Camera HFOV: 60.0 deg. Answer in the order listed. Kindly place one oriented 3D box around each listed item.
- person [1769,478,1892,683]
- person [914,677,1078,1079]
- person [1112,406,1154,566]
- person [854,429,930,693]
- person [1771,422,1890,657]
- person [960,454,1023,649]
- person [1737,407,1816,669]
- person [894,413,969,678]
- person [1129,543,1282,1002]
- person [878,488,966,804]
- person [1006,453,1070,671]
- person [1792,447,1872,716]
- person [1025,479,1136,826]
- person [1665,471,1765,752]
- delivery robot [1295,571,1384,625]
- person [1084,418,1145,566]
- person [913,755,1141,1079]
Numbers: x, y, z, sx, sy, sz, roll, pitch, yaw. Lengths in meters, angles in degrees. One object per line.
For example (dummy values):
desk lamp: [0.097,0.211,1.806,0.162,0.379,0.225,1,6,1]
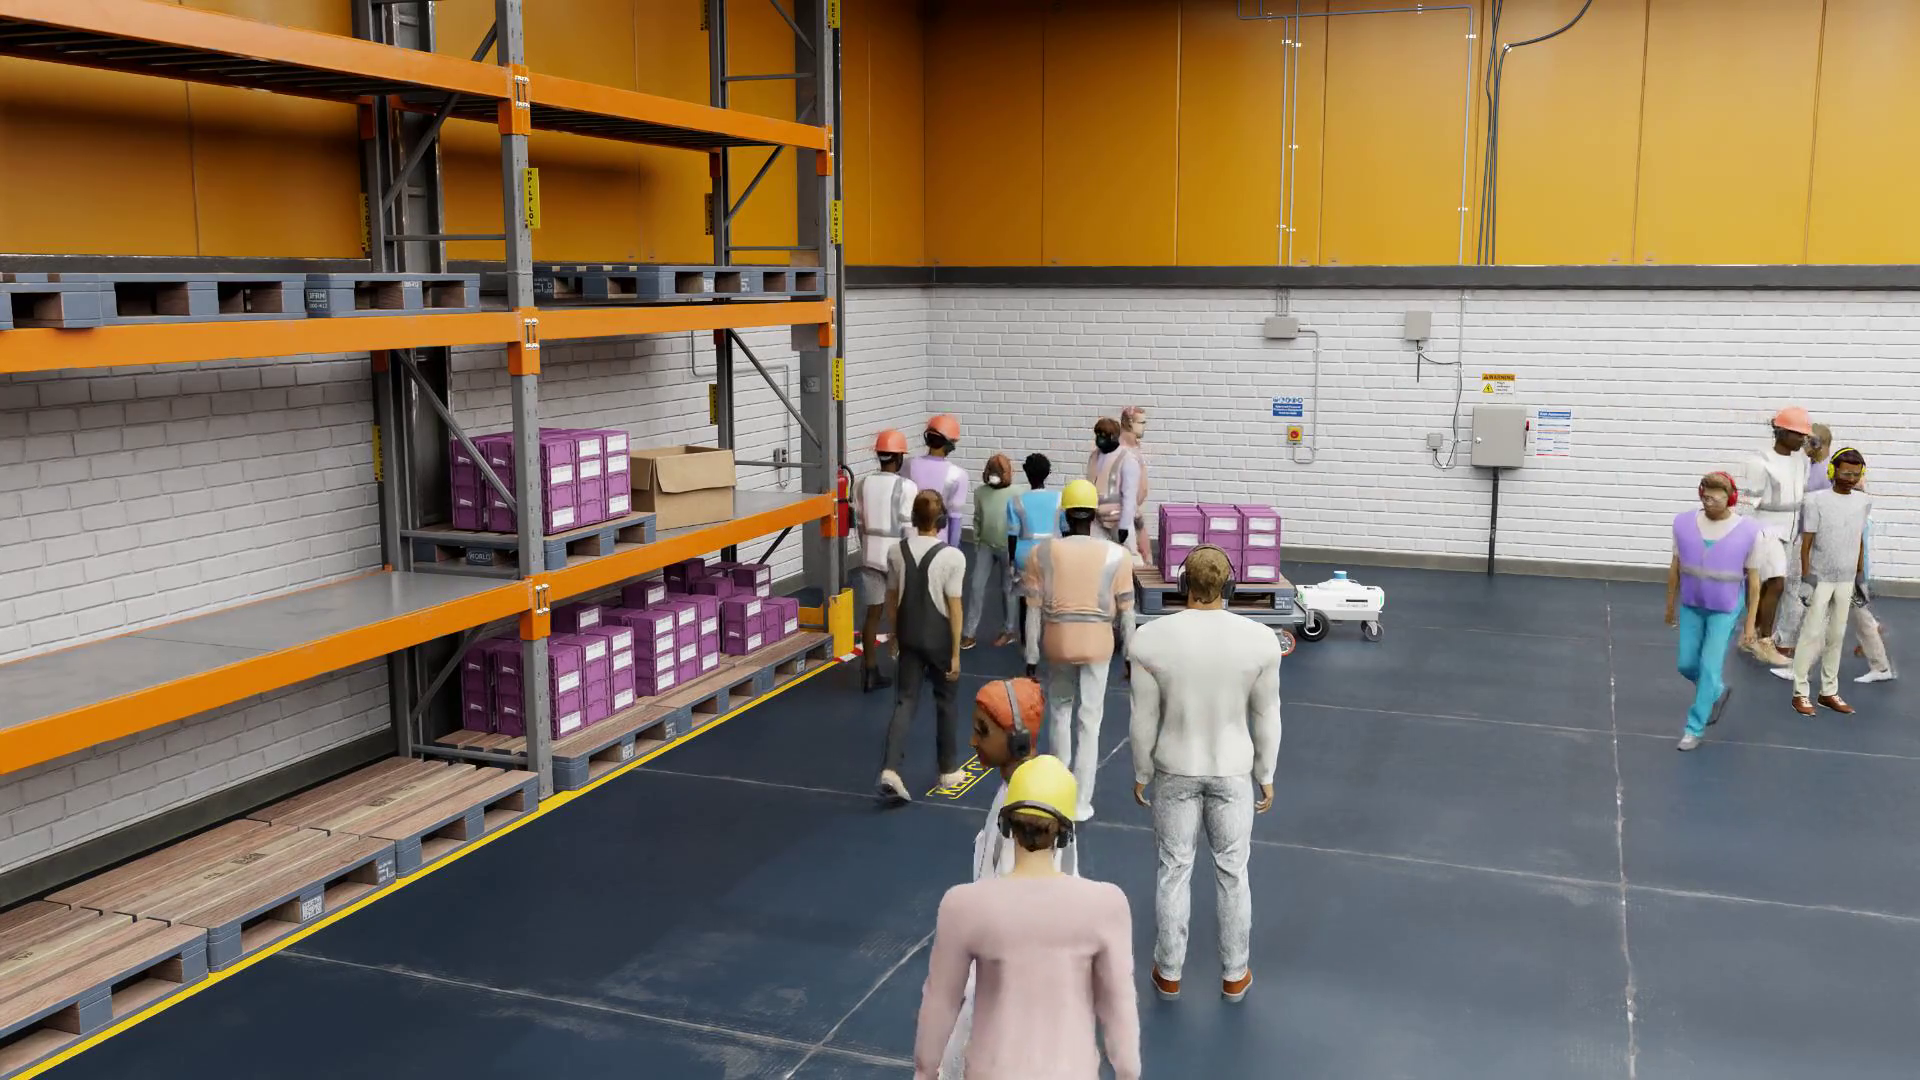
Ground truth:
person: [6.524,0.292,12.308,0.894,1.584,0.522,2,9,12]
person: [0.166,1.316,5.133,1.030,1.825,0.575,-1,9,-6]
person: [1.466,-0.307,15.267,1.014,1.855,0.648,2,9,13]
person: [-0.467,0.135,12.263,0.563,1.906,0.853,6,11,32]
person: [6.866,0.010,13.154,1.001,1.898,0.618,2,9,13]
person: [0.265,0.107,13.400,0.515,1.596,0.771,5,10,27]
person: [6.422,-0.038,13.039,0.625,2.006,0.665,-5,10,-28]
person: [-0.255,0.043,12.587,0.636,2.000,0.933,2,9,13]
person: [1.012,0.972,6.934,0.631,1.940,0.372,1,9,6]
person: [-0.224,0.615,9.613,0.517,1.827,0.852,4,10,23]
person: [0.618,0.167,12.793,0.535,1.673,0.750,0,9,-1]
person: [6.040,0.290,11.485,0.520,1.855,0.333,-1,9,-8]
person: [0.682,0.602,9.359,0.611,1.897,0.749,2,9,10]
person: [4.863,0.436,10.703,0.654,1.813,0.588,-9,13,-44]
delivery robot: [3.174,0.504,13.911,0.707,0.478,0.477,1,9,6]
person: [1.375,-0.191,14.702,0.987,1.794,0.632,-7,11,-38]
person: [0.182,1.459,4.498,0.634,1.735,0.473,0,9,1]
